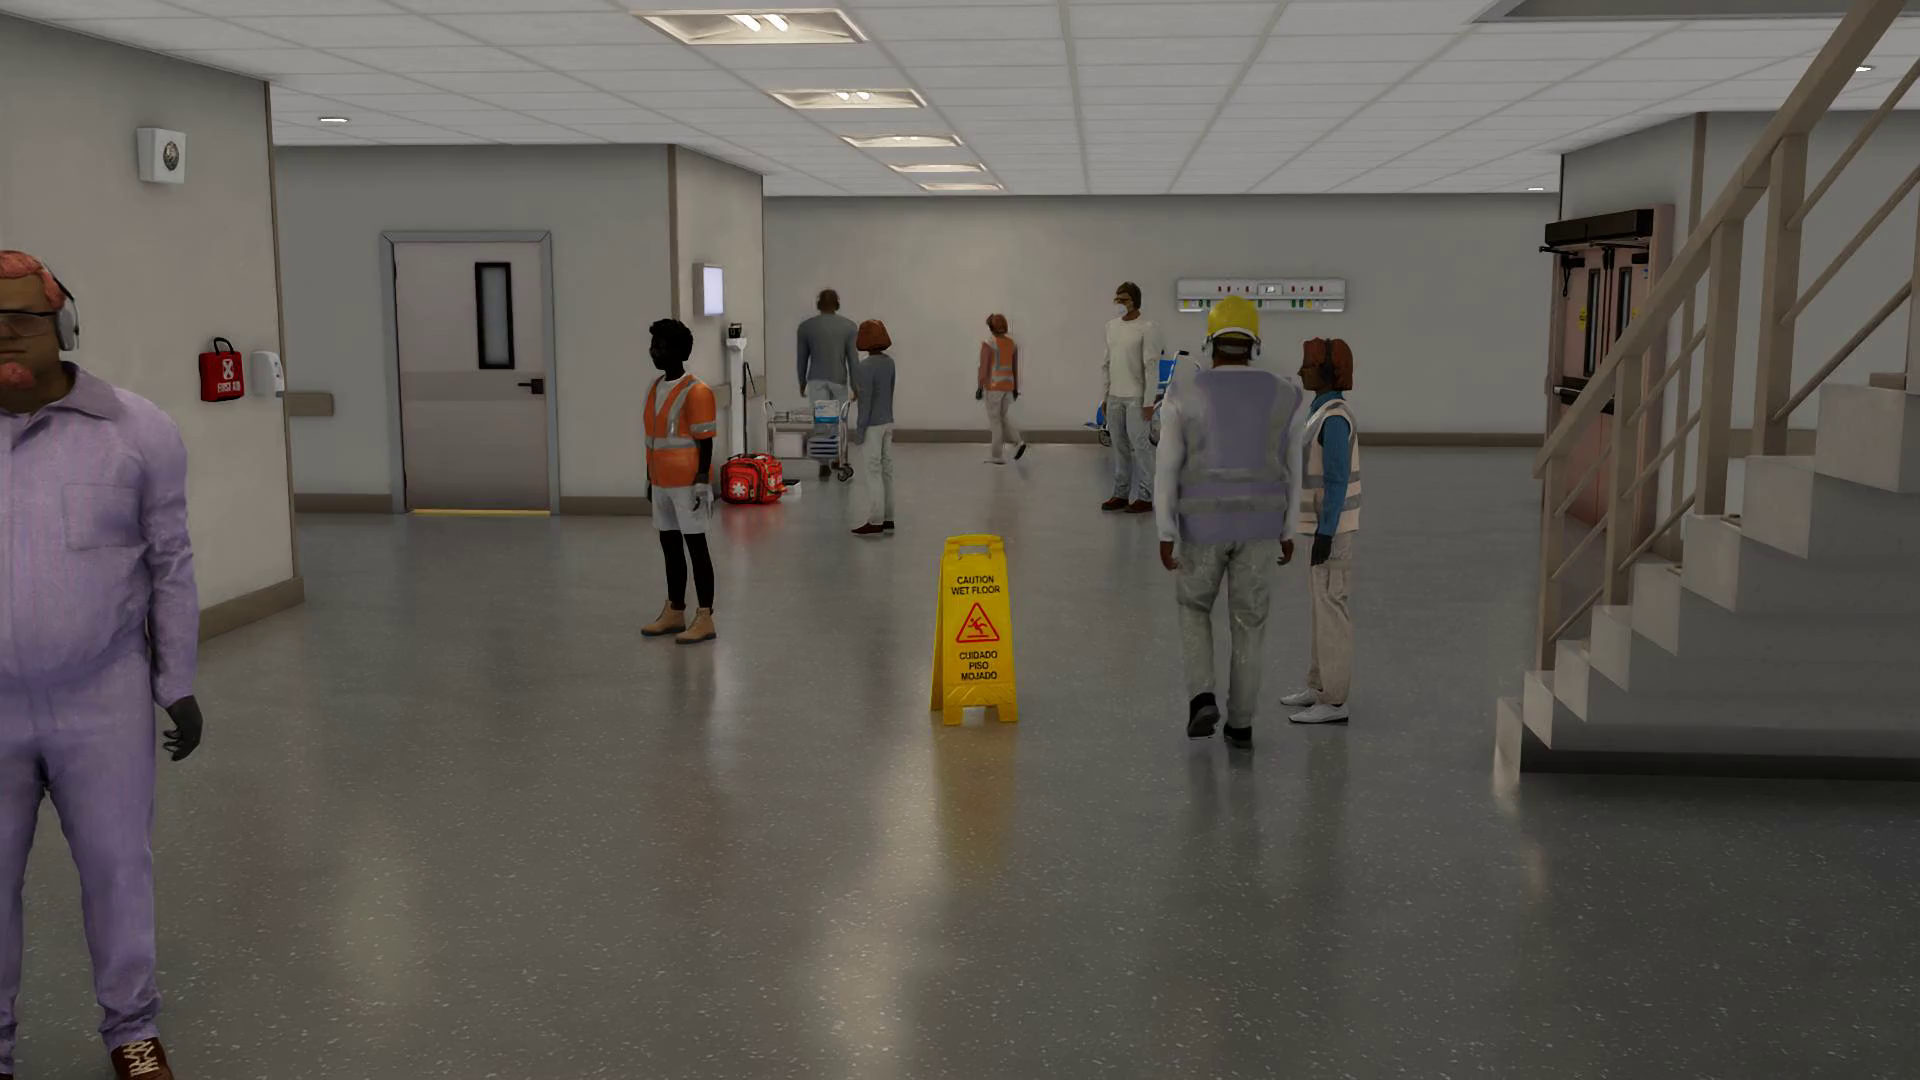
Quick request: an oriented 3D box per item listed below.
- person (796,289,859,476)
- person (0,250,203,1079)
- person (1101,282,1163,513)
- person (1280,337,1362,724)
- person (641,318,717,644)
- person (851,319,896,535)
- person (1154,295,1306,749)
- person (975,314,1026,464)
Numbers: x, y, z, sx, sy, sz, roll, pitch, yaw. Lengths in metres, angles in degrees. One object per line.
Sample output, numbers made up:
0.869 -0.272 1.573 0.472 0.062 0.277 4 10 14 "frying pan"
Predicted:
-1.349 -1.609 16.956 0.636 1.885 1.036 -1 8 -7 "person"
-2.004 0.335 3.636 0.643 1.910 0.400 -4 9 -26 "person"
1.426 -1.187 13.933 0.367 1.932 0.622 -6 10 -36 "person"
1.550 -0.041 7.090 0.311 1.642 0.514 1 8 6 "person"
-1.478 -0.306 8.706 0.318 1.695 0.539 -8 12 -44 "person"
-0.653 -0.855 12.657 0.286 1.633 0.499 4 9 23 "person"
1.072 -0.063 6.662 0.600 1.821 0.423 0 8 2 "person"
0.430 -1.614 17.856 0.413 1.623 0.513 8 11 43 "person"
